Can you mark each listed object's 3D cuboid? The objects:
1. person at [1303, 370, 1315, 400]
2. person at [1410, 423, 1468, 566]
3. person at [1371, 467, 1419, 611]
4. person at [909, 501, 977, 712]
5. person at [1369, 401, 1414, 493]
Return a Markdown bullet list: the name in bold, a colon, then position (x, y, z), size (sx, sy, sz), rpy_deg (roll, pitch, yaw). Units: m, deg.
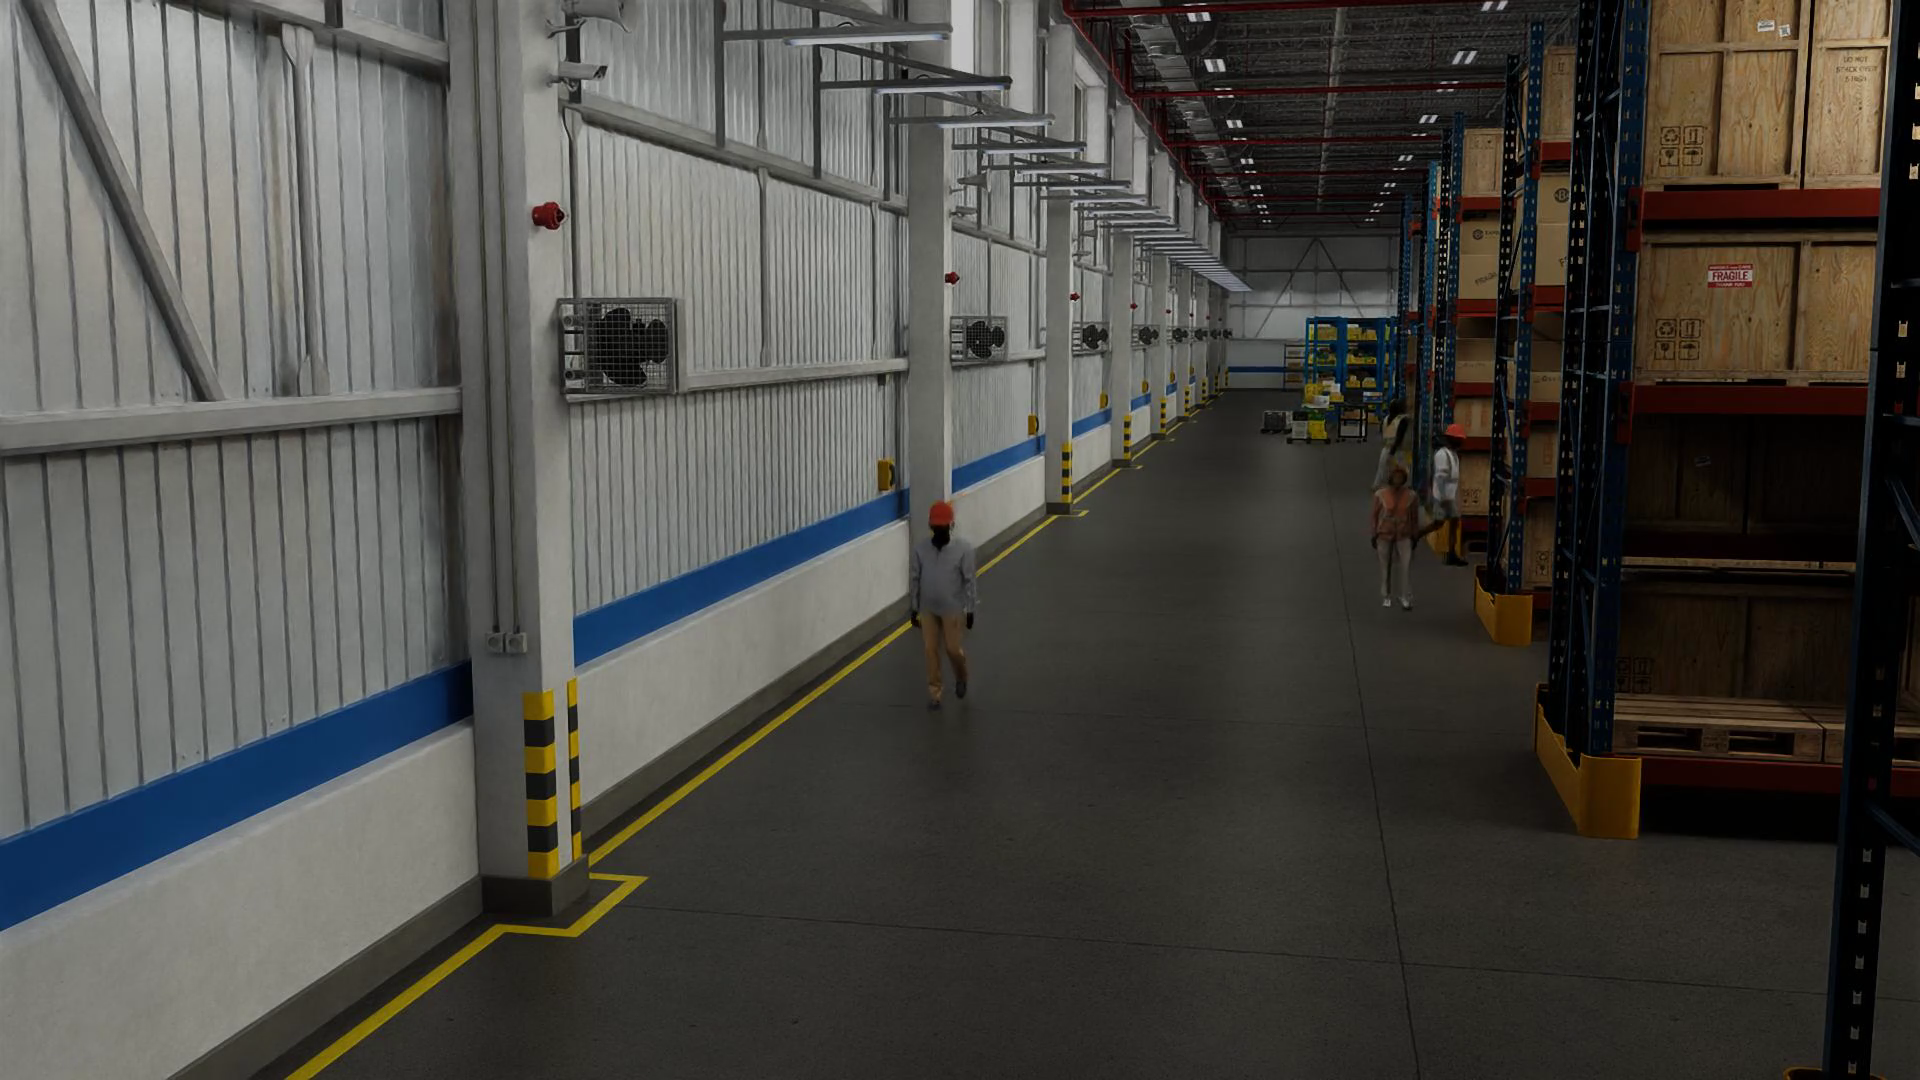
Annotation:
- **person**: position (12.180, -4.988, 57.675), size (0.623, 1.798, 0.959), rpy_deg (-2, 7, -17)
- **person**: position (6.395, -0.611, 22.168), size (0.784, 1.905, 0.562), rpy_deg (6, 10, 42)
- **person**: position (4.831, -0.002, 18.475), size (0.528, 1.600, 0.828), rpy_deg (1, 7, 10)
- **person**: position (-0.145, 0.533, 13.672), size (0.566, 1.737, 0.432), rpy_deg (2, 7, 15)
- **person**: position (8.391, -1.786, 32.030), size (0.901, 1.800, 0.628), rpy_deg (-4, 8, -32)
